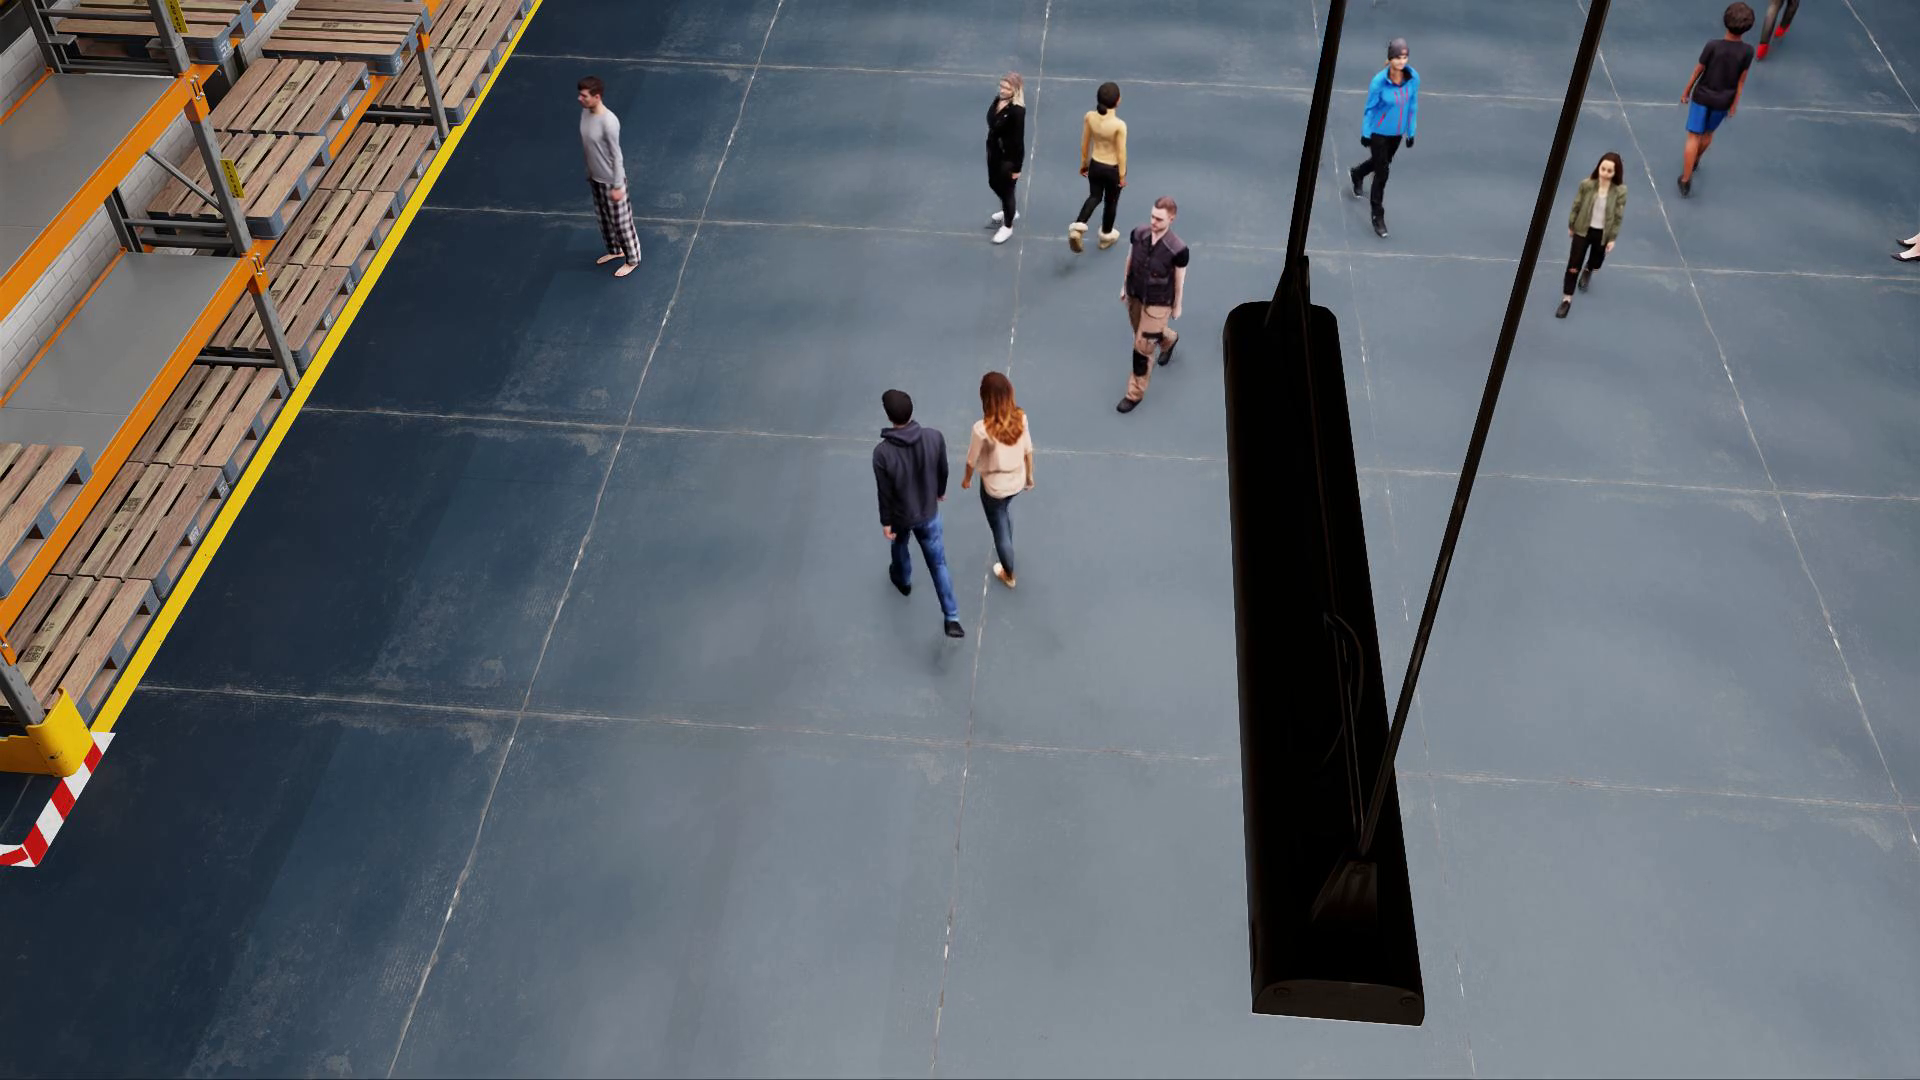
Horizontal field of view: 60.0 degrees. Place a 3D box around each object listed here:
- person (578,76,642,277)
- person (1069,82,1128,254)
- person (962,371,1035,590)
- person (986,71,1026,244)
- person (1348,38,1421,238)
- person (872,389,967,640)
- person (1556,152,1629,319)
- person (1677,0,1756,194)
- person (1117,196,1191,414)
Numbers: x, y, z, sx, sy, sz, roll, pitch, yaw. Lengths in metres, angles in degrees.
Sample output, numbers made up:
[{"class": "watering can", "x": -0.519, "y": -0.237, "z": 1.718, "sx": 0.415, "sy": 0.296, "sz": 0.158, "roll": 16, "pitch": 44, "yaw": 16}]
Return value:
[{"class": "person", "x": -3.030, "y": -3.141, "z": 14.295, "sx": 0.756, "sy": 1.847, "sz": 0.699, "roll": -30, "pitch": 51, "yaw": -28}, {"class": "person", "x": 1.224, "y": -3.207, "z": 14.511, "sx": 0.862, "sy": 1.646, "sz": 0.998, "roll": 28, "pitch": 50, "yaw": 26}, {"class": "person", "x": 0.329, "y": -0.329, "z": 11.398, "sx": 0.764, "sy": 1.772, "sz": 0.819, "roll": -23, "pitch": 48, "yaw": -23}, {"class": "person", "x": 0.420, "y": -3.412, "z": 14.705, "sx": 0.892, "sy": 1.676, "sz": 0.796, "roll": -14, "pitch": 45, "yaw": -15}, {"class": "person", "x": 3.797, "y": -3.687, "z": 14.930, "sx": 0.884, "sy": 1.764, "sz": 1.214, "roll": -11, "pitch": 45, "yaw": -11}, {"class": "person", "x": -0.283, "y": -0.121, "z": 11.129, "sx": 1.042, "sy": 1.843, "sz": 1.331, "roll": -12, "pitch": 45, "yaw": -12}, {"class": "person", "x": 5.357, "y": -2.618, "z": 14.030, "sx": 0.780, "sy": 1.457, "sz": 1.008, "roll": 18, "pitch": 46, "yaw": 18}, {"class": "person", "x": 6.909, "y": -4.024, "z": 15.280, "sx": 0.739, "sy": 1.768, "sz": 1.034, "roll": 11, "pitch": 45, "yaw": 11}, {"class": "person", "x": 1.556, "y": -1.929, "z": 13.051, "sx": 1.129, "sy": 1.809, "sz": 1.231, "roll": 34, "pitch": 53, "yaw": 31}]
